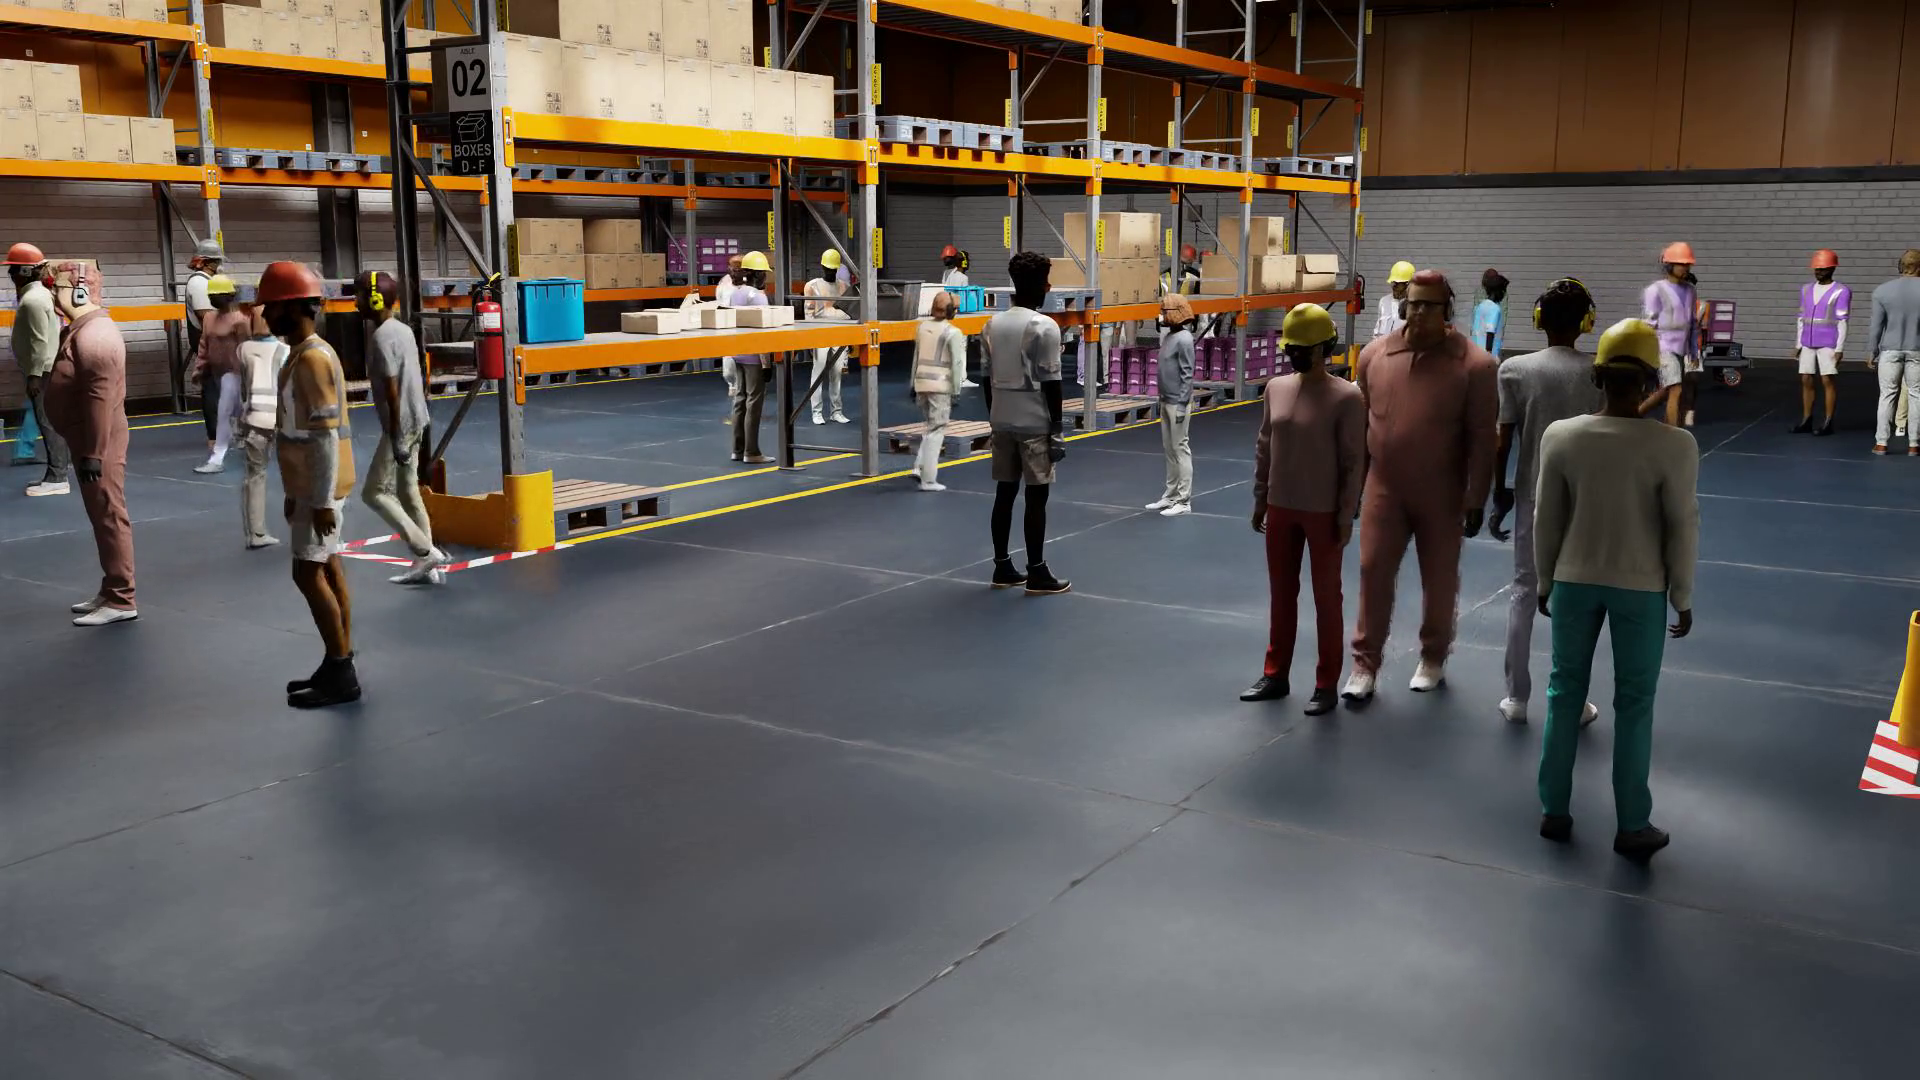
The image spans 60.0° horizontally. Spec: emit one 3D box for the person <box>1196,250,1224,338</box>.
[{"bbox_3d":[3.901,-3.667,26.432,0.571,1.864,0.502,-4,11,-19],"label":"person"}]

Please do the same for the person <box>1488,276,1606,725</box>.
[{"bbox_3d":[2.479,-0.150,6.948,0.518,1.869,0.329,4,11,23],"label":"person"}]

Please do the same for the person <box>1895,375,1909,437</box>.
[{"bbox_3d":[9.906,-1.859,17.094,0.502,1.629,0.287,4,11,21],"label":"person"}]

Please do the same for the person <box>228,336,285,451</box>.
[{"bbox_3d":[-6.573,-1.649,15.802,0.975,1.667,0.496,0,10,0],"label":"person"}]

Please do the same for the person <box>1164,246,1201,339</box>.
[{"bbox_3d":[3.387,-3.492,25.312,0.632,1.930,0.848,-2,10,-10],"label":"person"}]

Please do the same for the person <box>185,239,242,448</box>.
[{"bbox_3d":[-7.269,-1.925,16.299,0.538,2.000,0.684,-5,11,-25],"label":"person"}]

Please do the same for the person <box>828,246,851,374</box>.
[{"bbox_3d":[-1.867,-3.469,25.136,0.372,1.940,0.632,-6,12,-29],"label":"person"}]

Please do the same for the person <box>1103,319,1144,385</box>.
[{"bbox_3d":[2.278,-3.141,23.169,0.612,1.991,0.392,3,11,16],"label":"person"}]

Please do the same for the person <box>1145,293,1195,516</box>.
[{"bbox_3d":[1.575,-1.000,12.299,0.279,1.633,0.505,-2,10,-13],"label":"person"}]

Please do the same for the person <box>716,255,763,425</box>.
[{"bbox_3d":[-2.411,-2.217,18.408,0.585,1.862,0.693,4,11,19],"label":"person"}]

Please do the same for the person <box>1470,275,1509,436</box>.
[{"bbox_3d":[5.447,-1.872,17.047,0.613,1.654,0.551,-1,10,-3],"label":"person"}]

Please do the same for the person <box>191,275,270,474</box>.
[{"bbox_3d":[-6.456,-1.465,14.644,0.529,1.723,0.879,6,12,31],"label":"person"}]

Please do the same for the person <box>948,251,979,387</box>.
[{"bbox_3d":[0.028,-3.050,22.990,0.325,1.876,0.521,-6,12,-30],"label":"person"}]

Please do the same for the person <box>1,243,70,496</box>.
[{"bbox_3d":[-7.344,-1.353,13.249,0.379,1.996,0.611,-4,11,-23],"label":"person"}]

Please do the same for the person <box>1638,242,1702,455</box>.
[{"bbox_3d":[6.708,-1.825,15.842,0.624,2.011,0.947,-6,12,-29],"label":"person"}]

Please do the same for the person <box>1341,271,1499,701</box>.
[{"bbox_3d":[1.987,-0.221,7.277,0.681,1.883,0.775,6,12,30],"label":"person"}]

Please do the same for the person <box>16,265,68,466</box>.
[{"bbox_3d":[-8.179,-1.580,15.061,0.594,1.814,0.793,8,13,38],"label":"person"}]

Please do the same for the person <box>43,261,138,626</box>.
[{"bbox_3d":[-4.609,-0.510,8.817,0.407,1.913,0.641,-5,11,-27],"label":"person"}]

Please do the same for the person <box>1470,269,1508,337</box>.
[{"bbox_3d":[7.266,-2.909,22.878,0.498,1.632,0.284,9,13,40],"label":"person"}]

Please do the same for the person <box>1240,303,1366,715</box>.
[{"bbox_3d":[1.472,-0.131,7.142,0.326,1.761,0.523,-10,14,-43],"label":"person"}]

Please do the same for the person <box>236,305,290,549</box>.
[{"bbox_3d":[-4.533,-0.777,11.135,0.520,1.602,0.813,3,11,15],"label":"person"}]

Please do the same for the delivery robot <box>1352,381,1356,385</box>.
[{"bbox_3d":[4.394,-1.563,18.151,0.477,0.478,0.707,-4,11,-20],"label":"delivery robot"}]

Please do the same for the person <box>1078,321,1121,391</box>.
[{"bbox_3d":[1.878,-2.918,22.375,0.600,1.831,0.404,1,10,4],"label":"person"}]

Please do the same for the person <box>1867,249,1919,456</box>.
[{"bbox_3d":[8.876,-1.752,15.635,0.628,1.937,0.378,6,12,28],"label":"person"}]

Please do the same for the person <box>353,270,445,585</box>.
[{"bbox_3d":[-3.267,-0.627,9.649,0.417,1.853,0.497,1,10,3],"label":"person"}]

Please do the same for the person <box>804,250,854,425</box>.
[{"bbox_3d":[-1.431,-2.232,18.342,0.585,1.917,0.382,-7,12,-33],"label":"person"}]

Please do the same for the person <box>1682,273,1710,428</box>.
[{"bbox_3d":[7.781,-2.033,17.909,0.546,1.660,0.746,3,11,16],"label":"person"}]

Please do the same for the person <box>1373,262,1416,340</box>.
[{"bbox_3d":[4.107,-1.679,15.542,0.587,1.822,0.403,10,14,43],"label":"person"}]

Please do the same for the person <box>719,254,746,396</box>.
[{"bbox_3d":[-2.832,-2.781,21.591,0.621,1.845,0.429,8,13,36],"label":"person"}]

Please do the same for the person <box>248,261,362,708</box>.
[{"bbox_3d":[-2.863,-0.238,7.283,0.412,1.932,0.563,-4,11,-21],"label":"person"}]

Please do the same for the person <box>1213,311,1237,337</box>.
[{"bbox_3d":[4.799,-4.323,30.011,0.561,1.883,0.953,-6,12,-30],"label":"person"}]

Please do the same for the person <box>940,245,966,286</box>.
[{"bbox_3d":[-0.137,-3.611,25.920,0.369,1.939,0.542,-6,12,-31],"label":"person"}]

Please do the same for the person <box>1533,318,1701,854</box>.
[{"bbox_3d":[2.172,0.155,5.530,0.533,1.769,0.311,8,13,39],"label":"person"}]

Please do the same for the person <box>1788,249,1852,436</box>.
[{"bbox_3d":[8.906,-2.038,17.247,0.385,1.929,0.545,-5,11,-27],"label":"person"}]

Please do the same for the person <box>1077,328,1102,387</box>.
[{"bbox_3d":[1.818,-3.083,23.092,0.403,1.904,0.651,0,10,-2],"label":"person"}]

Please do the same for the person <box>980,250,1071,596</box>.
[{"bbox_3d":[0.377,-0.664,9.515,0.367,1.965,0.607,-9,14,-41],"label":"person"}]

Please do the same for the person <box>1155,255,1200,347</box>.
[{"bbox_3d":[3.006,-3.039,23.066,0.622,1.835,0.431,0,10,2],"label":"person"}]

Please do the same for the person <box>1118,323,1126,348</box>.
[{"bbox_3d":[2.627,-3.764,27.079,0.445,1.828,0.644,-5,11,-27],"label":"person"}]

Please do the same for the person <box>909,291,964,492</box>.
[{"bbox_3d":[-0.195,-1.192,13.400,0.403,1.612,0.533,-9,14,-41],"label":"person"}]

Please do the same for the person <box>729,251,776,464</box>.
[{"bbox_3d":[-1.876,-1.658,15.153,0.394,1.919,0.589,-7,12,-34],"label":"person"}]

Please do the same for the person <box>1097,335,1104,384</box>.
[{"bbox_3d":[1.989,-3.156,23.419,0.627,1.934,0.372,8,13,38],"label":"person"}]
